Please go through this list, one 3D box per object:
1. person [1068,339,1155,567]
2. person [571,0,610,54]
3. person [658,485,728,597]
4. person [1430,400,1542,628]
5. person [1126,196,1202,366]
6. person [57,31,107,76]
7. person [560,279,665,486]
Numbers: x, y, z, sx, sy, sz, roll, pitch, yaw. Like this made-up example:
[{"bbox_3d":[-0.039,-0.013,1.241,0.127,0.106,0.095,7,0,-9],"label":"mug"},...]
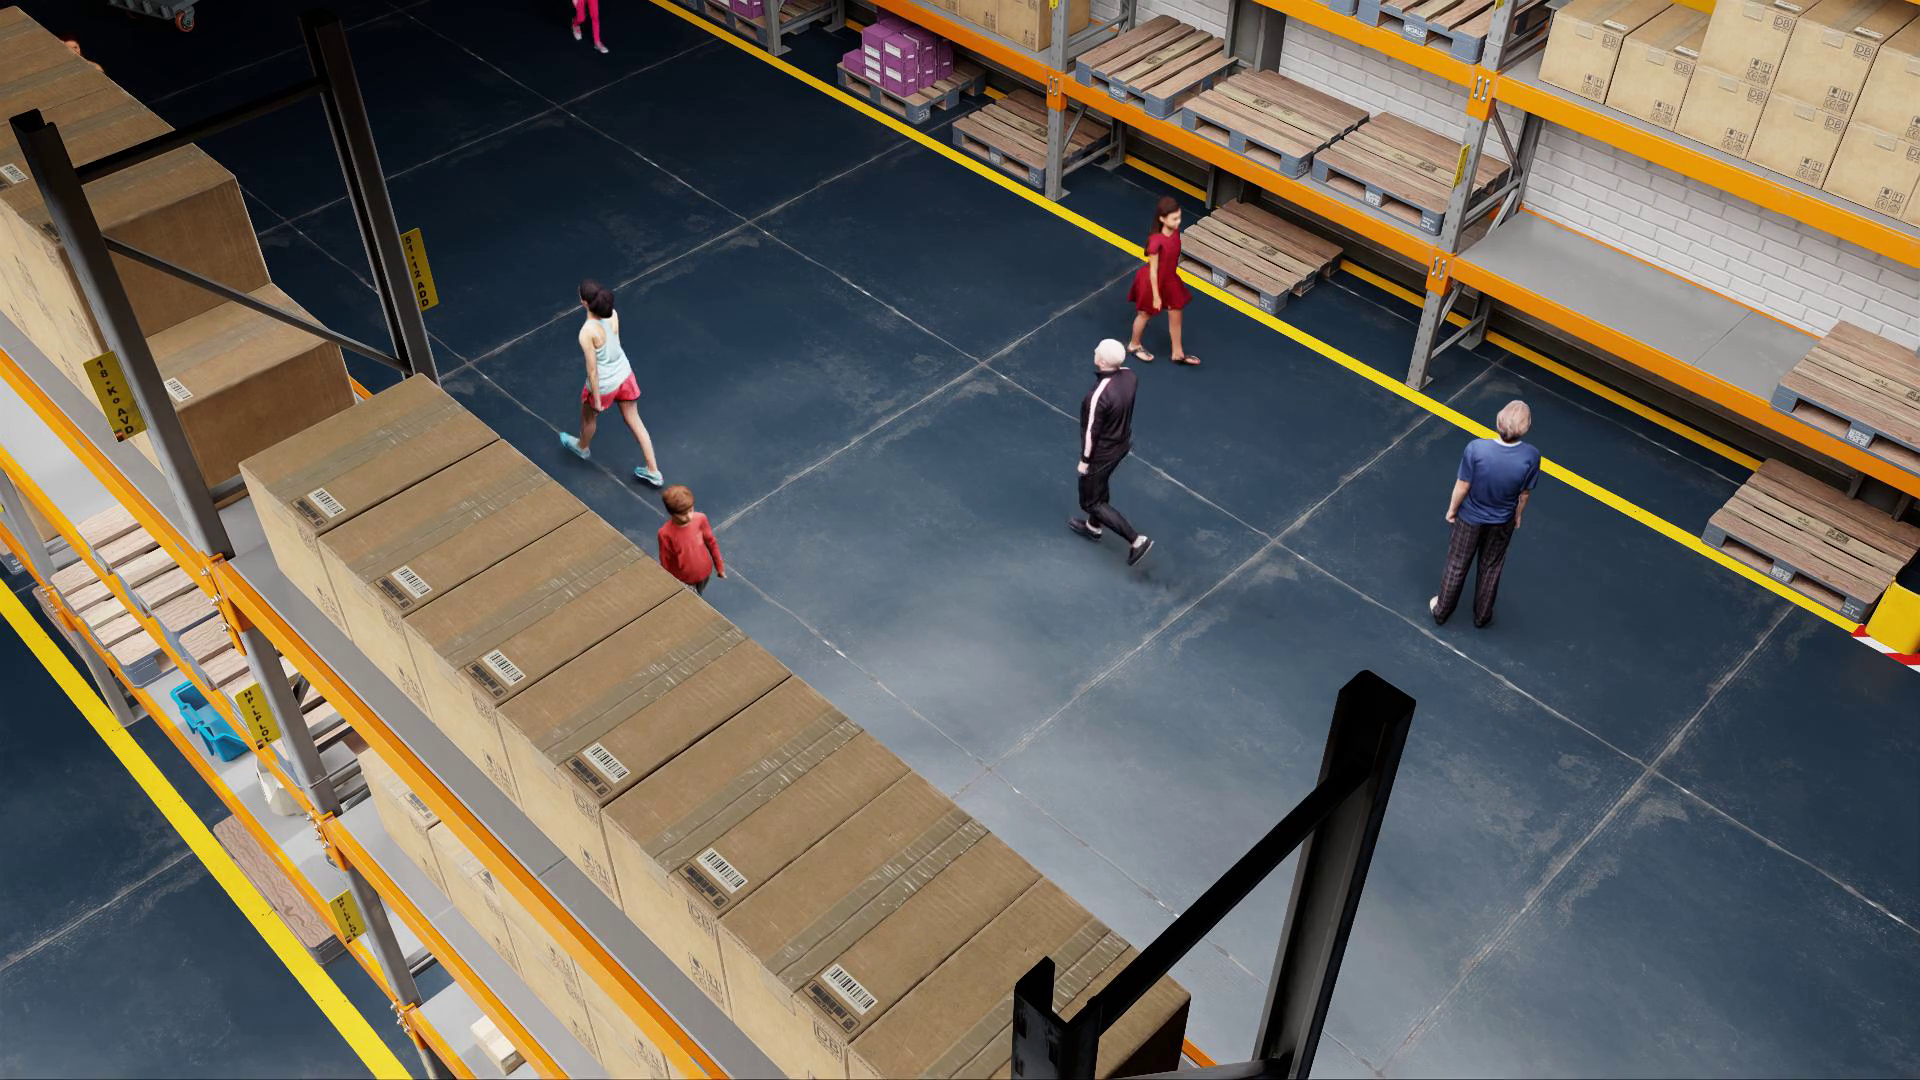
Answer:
[{"bbox_3d":[1.073,-0.568,11.481,1.057,1.820,0.799,25,49,24],"label":"person"},{"bbox_3d":[-3.936,-5.714,17.287,0.509,1.261,0.755,-33,52,-29],"label":"person"},{"bbox_3d":[-1.814,0.165,11.028,0.629,1.383,0.978,-27,50,-25],"label":"person"},{"bbox_3d":[3.484,-0.161,11.017,0.687,1.871,0.799,7,44,8],"label":"person"},{"bbox_3d":[1.527,-2.091,13.289,0.856,1.531,0.588,30,51,27],"label":"person"},{"bbox_3d":[-7.665,-3.686,14.765,0.667,1.805,0.935,-29,51,-27],"label":"person"},{"bbox_3d":[-2.478,-1.101,12.116,1.204,1.715,0.796,23,48,22],"label":"person"}]
